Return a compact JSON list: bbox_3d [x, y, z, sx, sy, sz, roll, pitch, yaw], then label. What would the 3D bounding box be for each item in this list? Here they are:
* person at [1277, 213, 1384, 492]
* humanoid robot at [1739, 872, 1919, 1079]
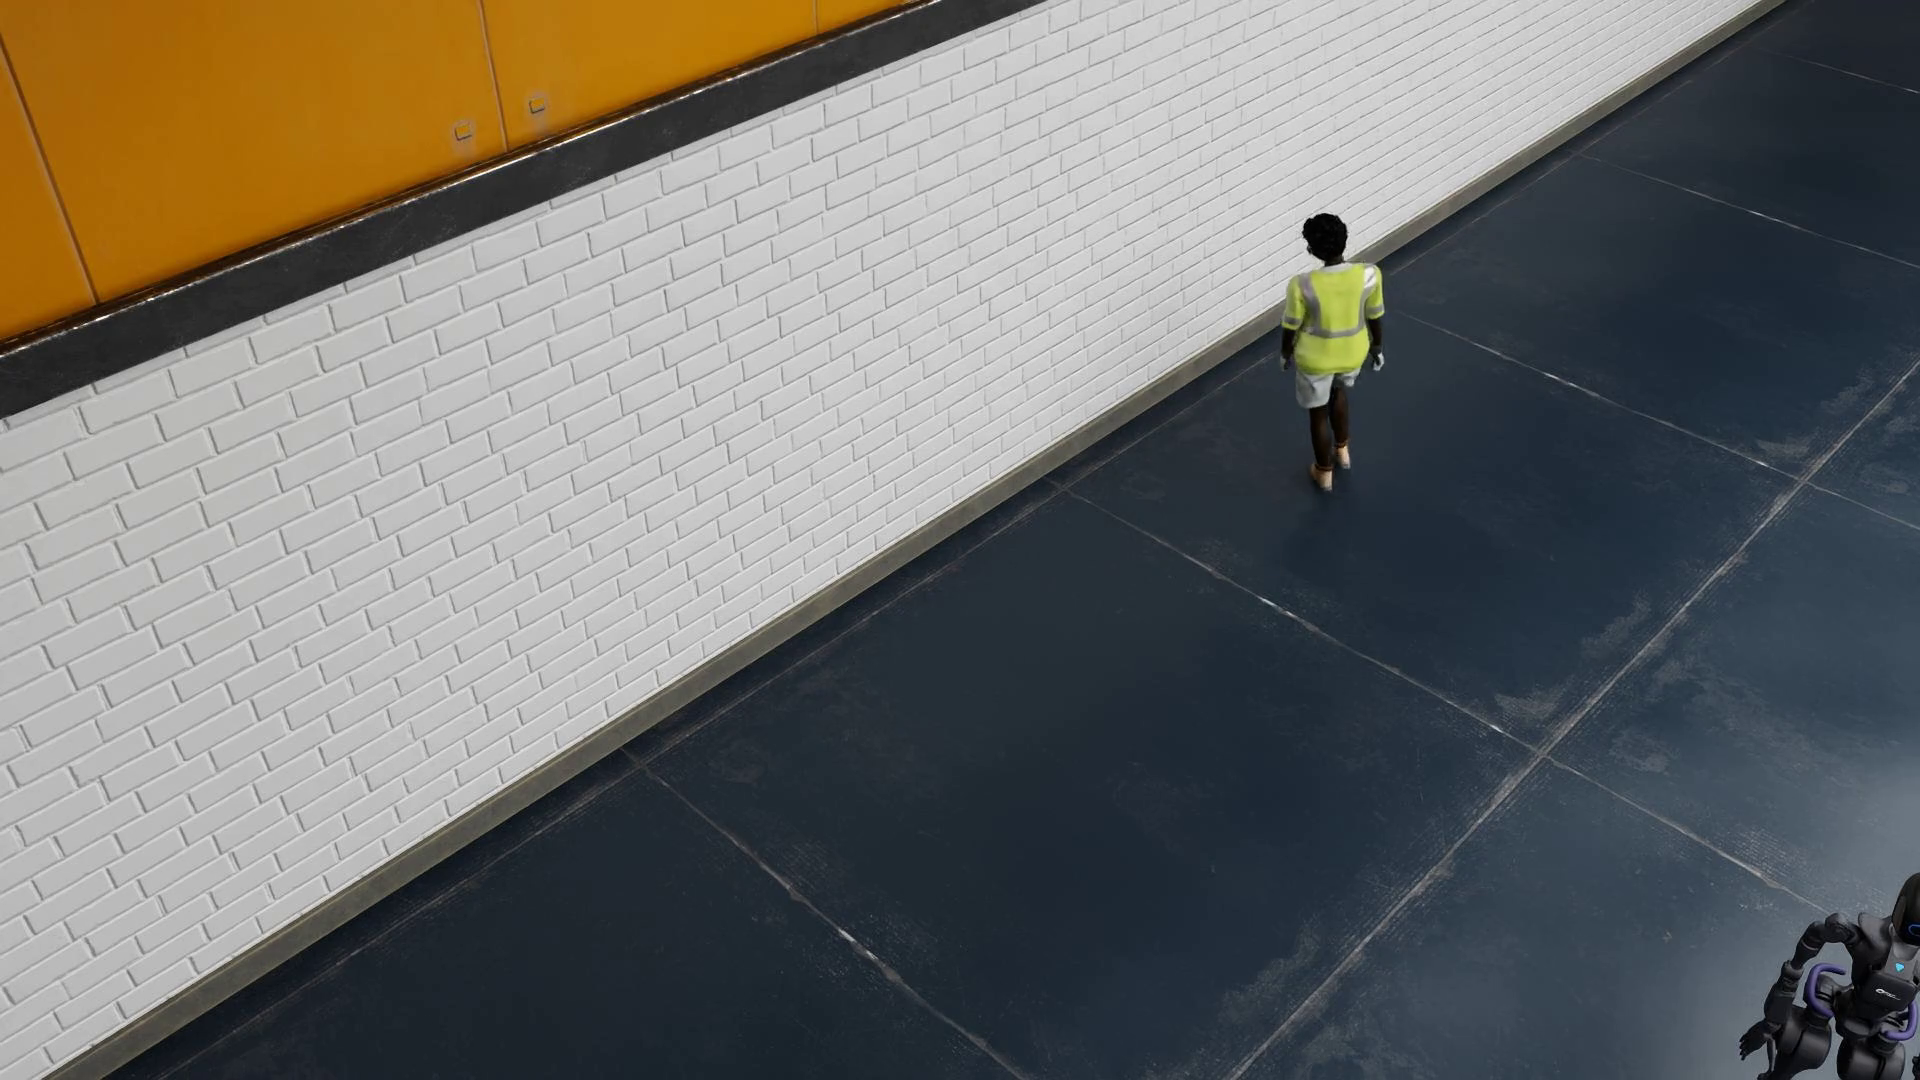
[{"bbox_3d":[1.997,-1.030,9.085,0.595,1.657,0.484,-6,39,-8],"label":"person"},{"bbox_3d":[3.020,1.701,5.654,0.599,1.657,0.315,17,42,20],"label":"humanoid robot"}]
